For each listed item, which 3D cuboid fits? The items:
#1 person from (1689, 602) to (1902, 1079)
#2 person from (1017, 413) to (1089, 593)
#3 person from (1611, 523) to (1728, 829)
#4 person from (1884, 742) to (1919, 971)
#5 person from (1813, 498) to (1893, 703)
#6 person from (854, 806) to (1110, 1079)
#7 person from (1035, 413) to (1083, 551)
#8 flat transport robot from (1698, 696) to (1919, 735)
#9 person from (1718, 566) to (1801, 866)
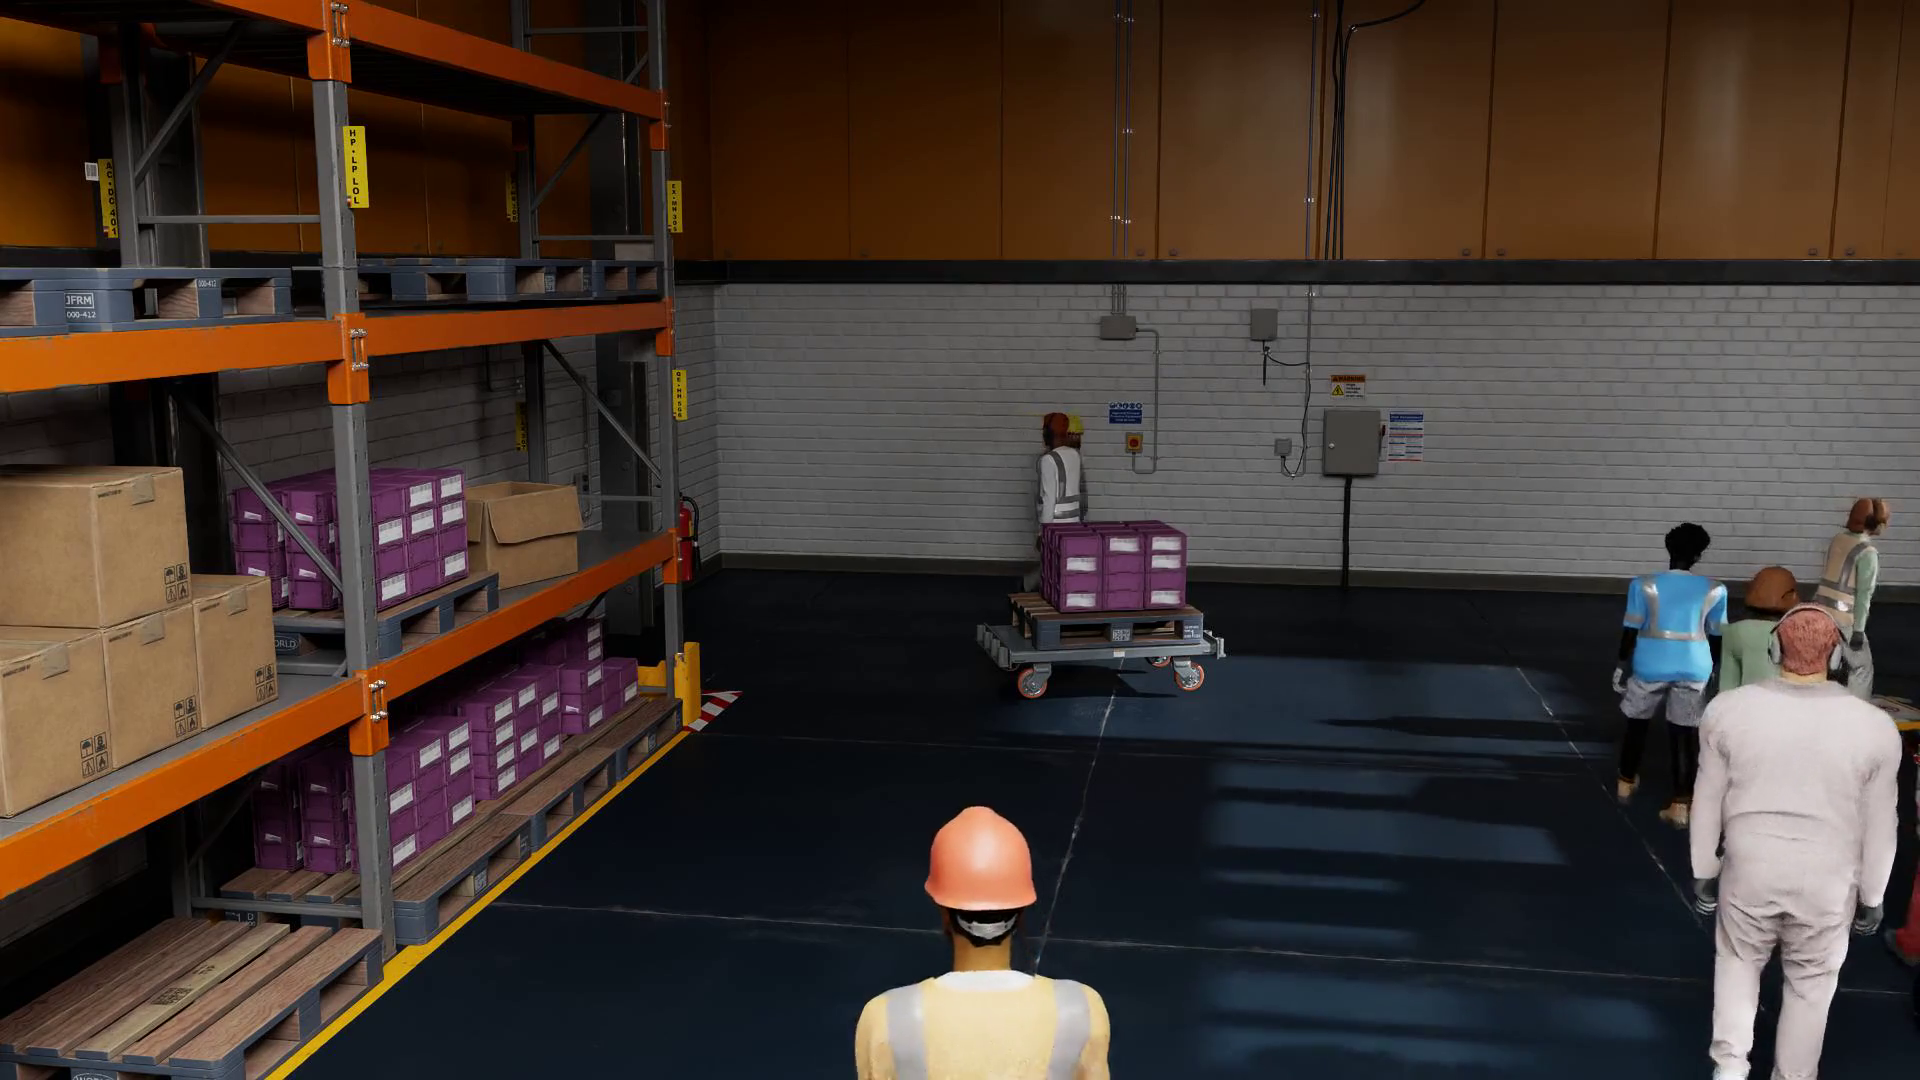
[{"bbox_3d":[2.866,1.163,5.763,0.641,1.897,0.544,6,11,32],"label":"person"},{"bbox_3d":[0.860,-0.211,14.497,0.641,1.815,0.609,6,11,35],"label":"person"},{"bbox_3d":[3.911,0.725,9.202,0.601,1.645,0.717,2,9,12],"label":"person"},{"bbox_3d":[4.167,1.074,6.847,0.530,1.715,0.908,2,9,10],"label":"person"},{"bbox_3d":[5.627,0.531,10.558,0.570,1.599,0.514,0,9,1],"label":"person"},{"bbox_3d":[0.046,1.499,3.681,0.569,1.893,0.965,-1,9,-4],"label":"person"},{"bbox_3d":[0.804,-0.104,13.621,0.337,1.882,0.584,6,11,31],"label":"person"},{"bbox_3d":[5.573,1.185,10.633,1.431,0.197,0.652,-1,9,-9],"label":"flat transport robot"},{"bbox_3d":[3.902,0.926,8.078,0.674,1.613,0.525,-5,10,-26],"label":"person"}]
